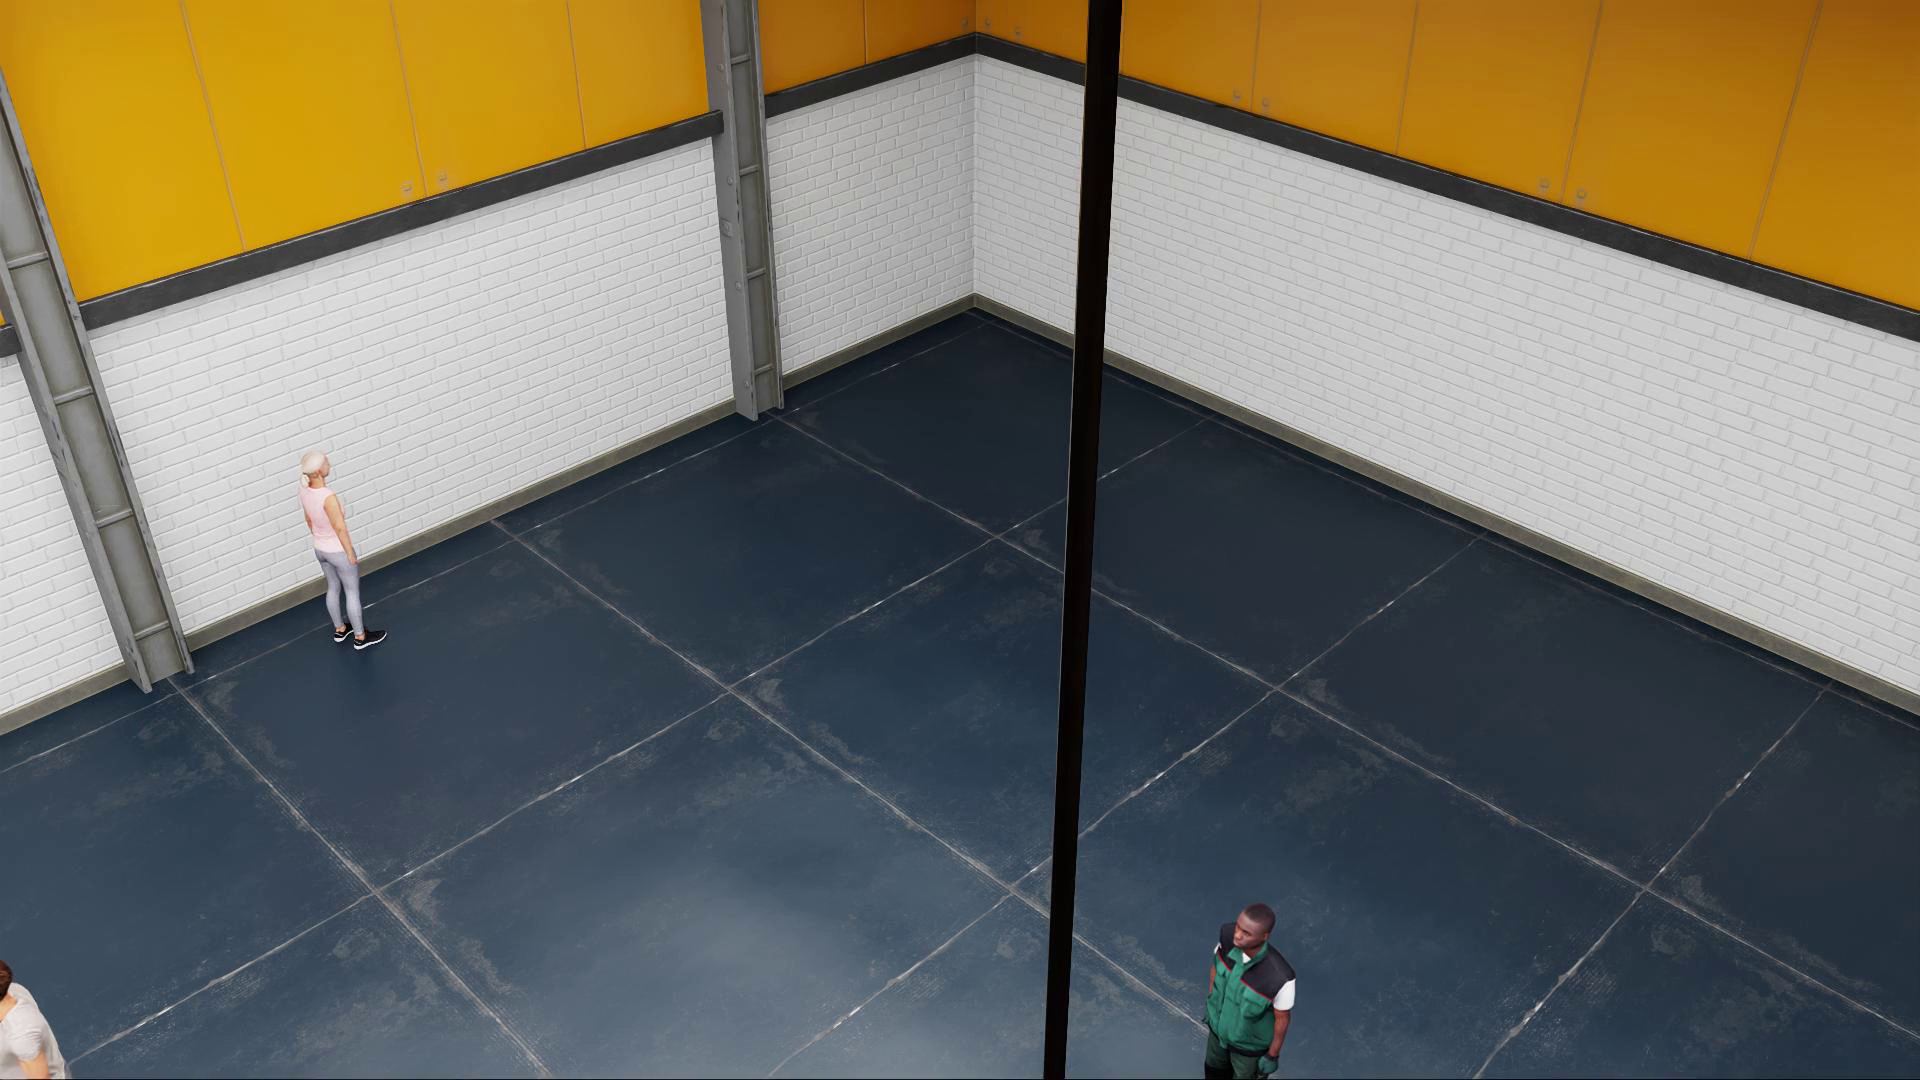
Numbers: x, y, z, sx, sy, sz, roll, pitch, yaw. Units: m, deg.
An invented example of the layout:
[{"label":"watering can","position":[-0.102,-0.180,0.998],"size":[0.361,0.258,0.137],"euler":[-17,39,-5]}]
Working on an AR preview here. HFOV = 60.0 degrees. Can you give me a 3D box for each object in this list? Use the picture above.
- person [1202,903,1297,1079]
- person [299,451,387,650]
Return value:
[{"label":"person","position":[1.522,2.627,8.944],"size":[0.635,1.840,0.708],"euler":[-23,40,-31]},{"label":"person","position":[-4.861,0.067,12.899],"size":[0.595,1.725,0.568],"euler":[19,38,27]}]
